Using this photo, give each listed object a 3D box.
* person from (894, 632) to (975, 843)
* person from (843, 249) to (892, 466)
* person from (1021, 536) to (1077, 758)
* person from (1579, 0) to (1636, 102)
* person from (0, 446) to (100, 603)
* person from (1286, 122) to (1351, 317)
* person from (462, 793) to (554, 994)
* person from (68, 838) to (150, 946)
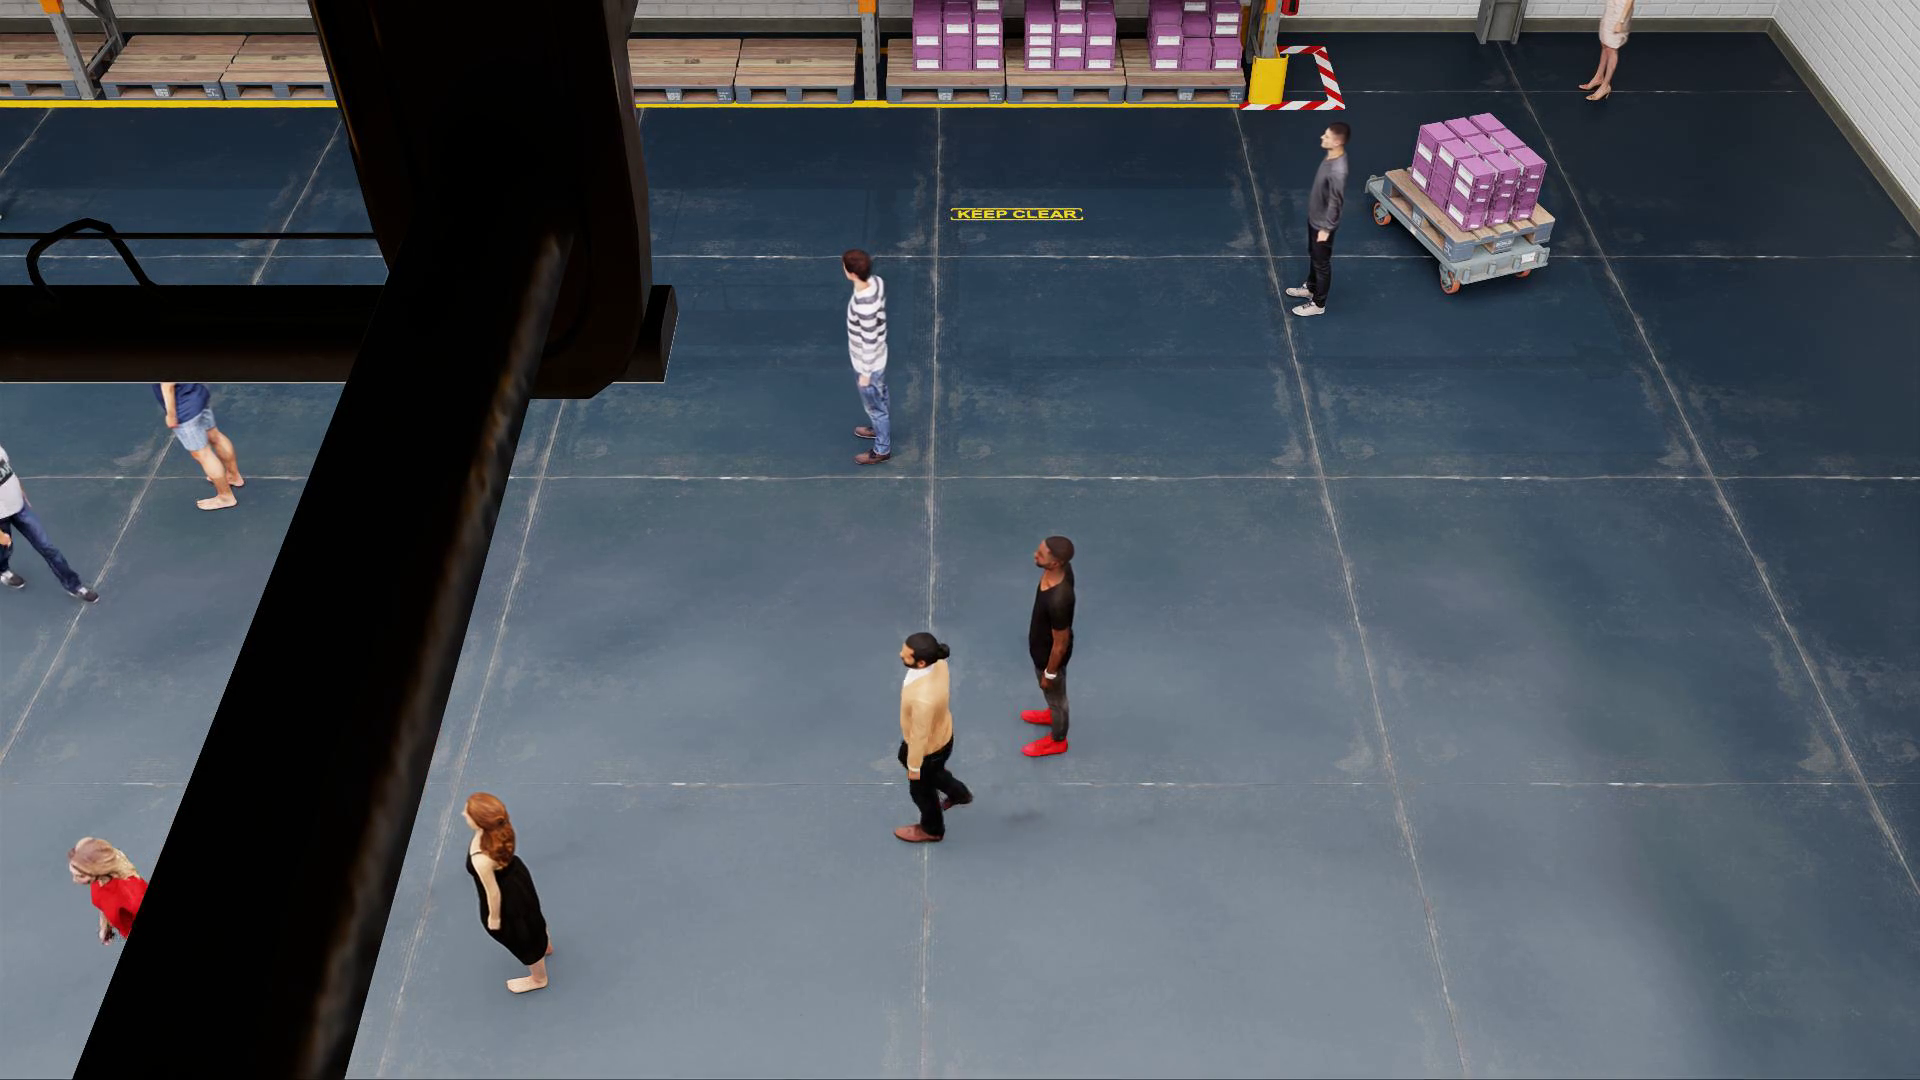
[{"bbox_3d":[-0.118,1.173,9.774,0.701,1.739,0.649,-1,44,-1],"label":"person"},{"bbox_3d":[-0.664,-1.374,12.368,0.522,1.848,0.642,1,44,1],"label":"person"},{"bbox_3d":[0.579,0.645,10.280,0.520,1.805,0.629,1,44,1],"label":"person"},{"bbox_3d":[6.505,-5.191,16.456,0.546,1.736,0.592,1,44,1],"label":"person"},{"bbox_3d":[-6.582,-0.193,11.364,1.149,1.523,0.828,15,46,15],"label":"person"},{"bbox_3d":[3.023,-2.670,13.792,0.530,1.760,0.611,1,44,1],"label":"person"},{"bbox_3d":[-2.465,1.914,9.079,0.553,1.624,0.555,1,44,1],"label":"person"},{"bbox_3d":[-4.243,2.055,8.894,1.037,1.676,0.960,-31,52,-28],"label":"person"}]
